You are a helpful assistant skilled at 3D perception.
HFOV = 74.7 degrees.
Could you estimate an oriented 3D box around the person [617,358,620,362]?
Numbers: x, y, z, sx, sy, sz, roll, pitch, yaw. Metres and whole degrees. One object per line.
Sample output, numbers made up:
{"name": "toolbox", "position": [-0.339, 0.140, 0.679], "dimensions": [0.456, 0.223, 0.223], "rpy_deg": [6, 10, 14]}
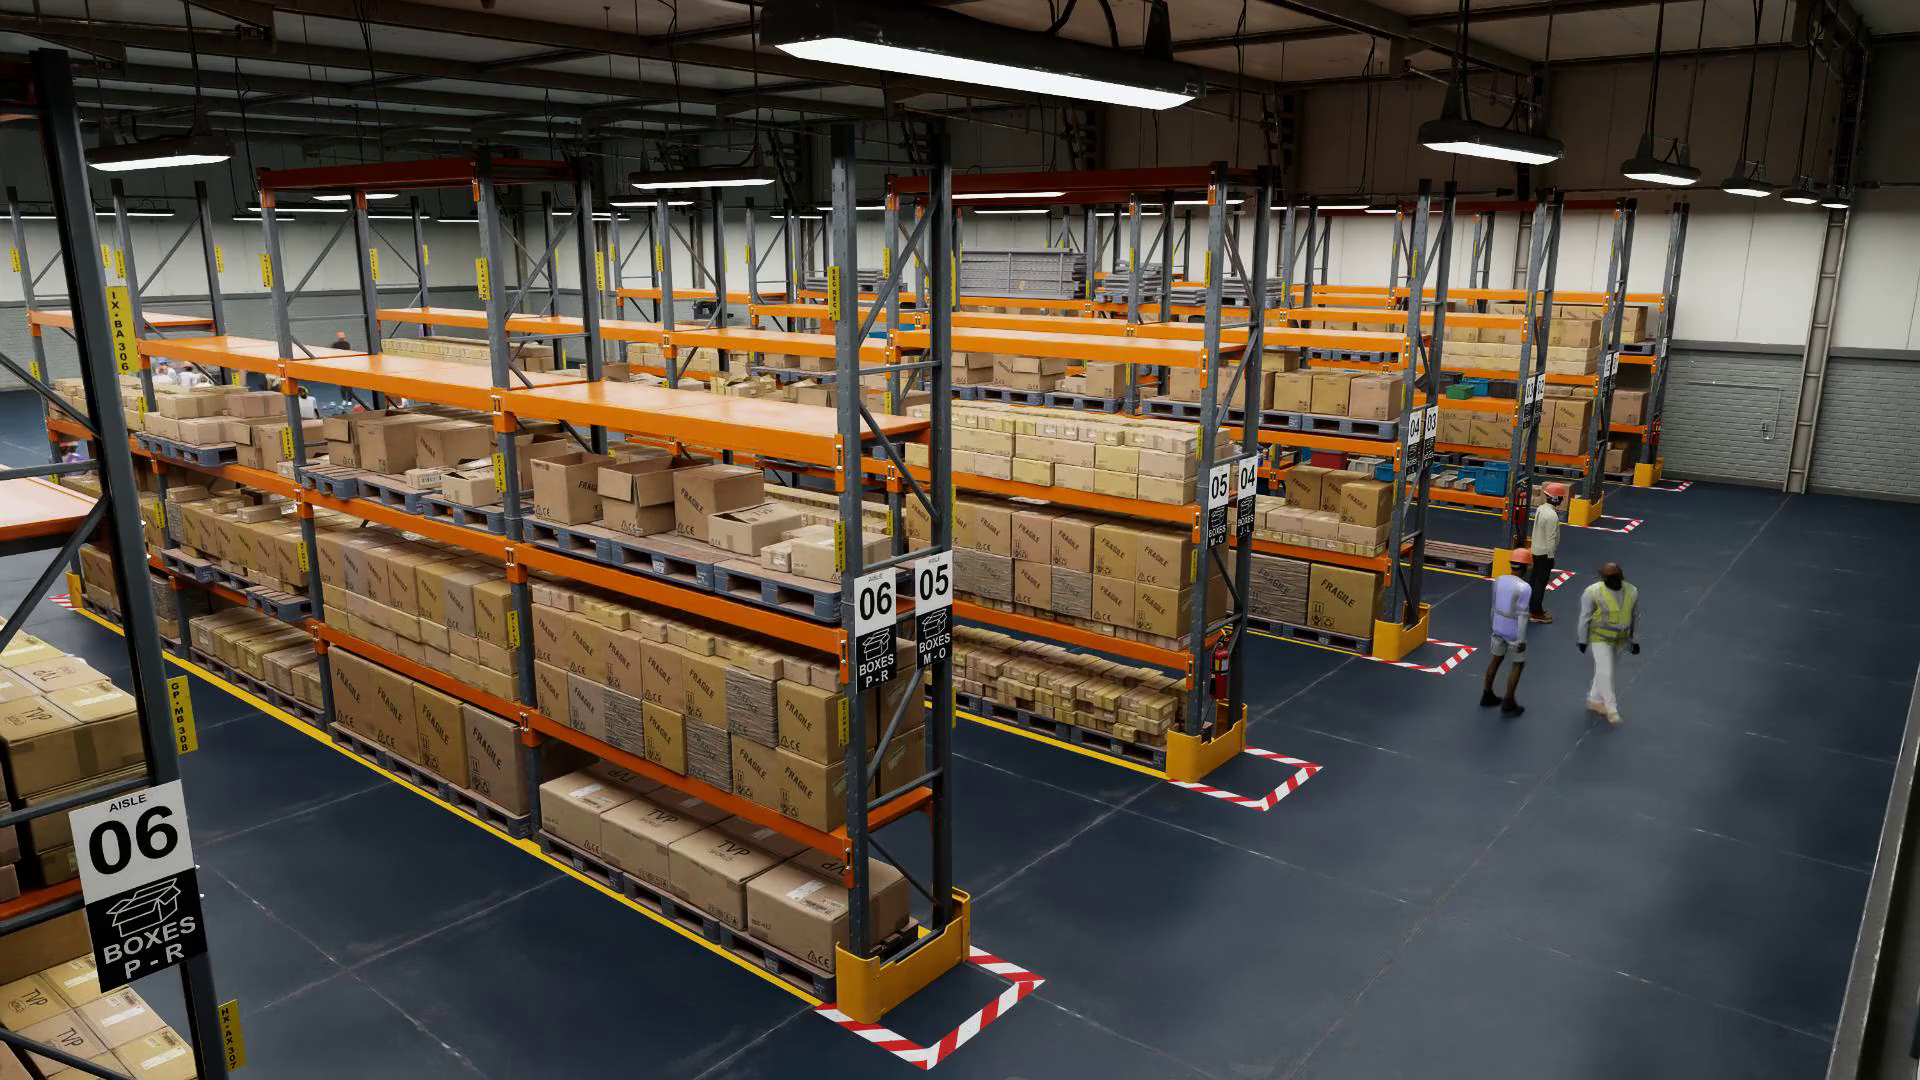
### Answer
{"name": "person", "position": [-9.917, -4.461, 37.131], "dimensions": [0.387, 1.845, 0.565], "rpy_deg": [12, 18, 41]}

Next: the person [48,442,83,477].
{"name": "person", "position": [-15.831, -0.916, 22.386], "dimensions": [0.542, 1.925, 0.465], "rpy_deg": [-3, 14, -13]}

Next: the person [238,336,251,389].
{"name": "person", "position": [-25.143, -6.194, 44.187], "dimensions": [0.674, 1.880, 0.723], "rpy_deg": [7, 15, 28]}

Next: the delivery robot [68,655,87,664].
{"name": "delivery robot", "position": [-10.447, 1.592, 14.818], "dimensions": [0.477, 0.478, 0.707], "rpy_deg": [-11, 18, -39]}

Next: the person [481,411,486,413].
{"name": "person", "position": [-13.681, -4.269, 36.385], "dimensions": [0.592, 1.828, 1.035], "rpy_deg": [6, 15, 22]}

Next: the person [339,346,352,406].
{"name": "person", "position": [-19.633, -5.239, 40.198], "dimensions": [0.607, 1.899, 0.646], "rpy_deg": [-4, 14, -15]}

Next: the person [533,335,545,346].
{"name": "person", "position": [-15.128, -6.477, 45.459], "dimensions": [0.459, 1.826, 0.665], "rpy_deg": [3, 14, 11]}

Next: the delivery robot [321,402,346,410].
{"name": "delivery robot", "position": [-18.459, -3.949, 37.071], "dimensions": [0.698, 0.223, 0.335], "rpy_deg": [2, 14, 8]}

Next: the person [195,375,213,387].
{"name": "person", "position": [-20.851, -3.784, 34.898], "dimensions": [0.570, 1.589, 0.870], "rpy_deg": [0, 14, 0]}

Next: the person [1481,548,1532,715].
{"name": "person", "position": [6.306, 1.027, 14.410], "dimensions": [0.399, 1.918, 0.561], "rpy_deg": [-5, 14, -18]}

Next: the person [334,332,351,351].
{"name": "person", "position": [-22.055, -6.454, 45.127], "dimensions": [1.019, 1.938, 0.652], "rpy_deg": [11, 17, 38]}

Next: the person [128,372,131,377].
{"name": "person", "position": [-26.010, -4.855, 39.205], "dimensions": [0.342, 1.617, 0.529], "rpy_deg": [-2, 14, -6]}

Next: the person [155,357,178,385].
{"name": "person", "position": [-22.890, -4.324, 36.351], "dimensions": [0.611, 1.950, 0.377], "rpy_deg": [1, 14, 4]}

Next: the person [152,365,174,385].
{"name": "person", "position": [-21.879, -3.863, 34.611], "dimensions": [0.656, 1.879, 0.786], "rpy_deg": [4, 14, 16]}

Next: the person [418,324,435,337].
{"name": "person", "position": [-22.761, -8.555, 53.847], "dimensions": [0.640, 1.909, 0.409], "rpy_deg": [-3, 14, -12]}

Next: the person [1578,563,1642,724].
{"name": "person", "position": [7.347, 1.160, 14.120], "dimensions": [0.612, 1.799, 0.765], "rpy_deg": [-3, 14, -12]}

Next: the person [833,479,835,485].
{"name": "person", "position": [-2.589, -2.184, 27.573], "dimensions": [0.370, 1.941, 0.627], "rpy_deg": [12, 18, 39]}

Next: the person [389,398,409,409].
{"name": "person", "position": [-13.546, -2.755, 30.227], "dimensions": [0.646, 1.791, 0.983], "rpy_deg": [-4, 14, -16]}

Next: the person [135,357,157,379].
{"name": "person", "position": [-25.381, -5.028, 39.313], "dimensions": [0.627, 1.916, 0.518], "rpy_deg": [-12, 18, -42]}

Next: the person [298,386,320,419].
{"name": "person", "position": [-15.663, -2.795, 30.337], "dimensions": [0.554, 1.819, 0.867], "rpy_deg": [-9, 16, -32]}

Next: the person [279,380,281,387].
{"name": "person", "position": [-21.993, -5.457, 41.102], "dimensions": [0.586, 1.912, 0.519], "rpy_deg": [4, 14, 16]}

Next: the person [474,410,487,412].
{"name": "person", "position": [-13.022, -3.821, 34.362], "dimensions": [0.994, 1.914, 0.629], "rpy_deg": [0, 14, -2]}

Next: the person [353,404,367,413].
{"name": "person", "position": [-12.257, -1.793, 25.878], "dimensions": [1.101, 1.968, 0.636], "rpy_deg": [-4, 14, -15]}

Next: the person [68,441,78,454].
{"name": "person", "position": [-20.459, -2.439, 28.799], "dimensions": [1.047, 1.863, 0.593], "rpy_deg": [11, 18, 39]}

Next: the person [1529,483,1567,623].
{"name": "person", "position": [8.293, 0.164, 17.820], "dimensions": [0.406, 1.986, 0.617], "rpy_deg": [2, 14, 8]}

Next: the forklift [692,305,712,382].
{"name": "forklift", "position": [-9.511, -7.392, 47.124], "dimensions": [1.873, 2.768, 1.129], "rpy_deg": [11, 17, 38]}

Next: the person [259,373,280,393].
{"name": "person", "position": [-19.957, -4.372, 36.450], "dimensions": [1.021, 2.000, 0.696], "rpy_deg": [-11, 18, -39]}

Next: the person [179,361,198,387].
{"name": "person", "position": [-21.824, -4.110, 35.592], "dimensions": [0.594, 1.900, 0.876], "rpy_deg": [1, 14, 5]}

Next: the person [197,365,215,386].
{"name": "person", "position": [-22.448, -4.403, 37.450], "dimensions": [0.883, 1.582, 0.539], "rpy_deg": [12, 18, 42]}

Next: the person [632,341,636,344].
{"name": "person", "position": [-12.026, -6.808, 46.879], "dimensions": [0.584, 1.804, 0.868], "rpy_deg": [-10, 17, -37]}
